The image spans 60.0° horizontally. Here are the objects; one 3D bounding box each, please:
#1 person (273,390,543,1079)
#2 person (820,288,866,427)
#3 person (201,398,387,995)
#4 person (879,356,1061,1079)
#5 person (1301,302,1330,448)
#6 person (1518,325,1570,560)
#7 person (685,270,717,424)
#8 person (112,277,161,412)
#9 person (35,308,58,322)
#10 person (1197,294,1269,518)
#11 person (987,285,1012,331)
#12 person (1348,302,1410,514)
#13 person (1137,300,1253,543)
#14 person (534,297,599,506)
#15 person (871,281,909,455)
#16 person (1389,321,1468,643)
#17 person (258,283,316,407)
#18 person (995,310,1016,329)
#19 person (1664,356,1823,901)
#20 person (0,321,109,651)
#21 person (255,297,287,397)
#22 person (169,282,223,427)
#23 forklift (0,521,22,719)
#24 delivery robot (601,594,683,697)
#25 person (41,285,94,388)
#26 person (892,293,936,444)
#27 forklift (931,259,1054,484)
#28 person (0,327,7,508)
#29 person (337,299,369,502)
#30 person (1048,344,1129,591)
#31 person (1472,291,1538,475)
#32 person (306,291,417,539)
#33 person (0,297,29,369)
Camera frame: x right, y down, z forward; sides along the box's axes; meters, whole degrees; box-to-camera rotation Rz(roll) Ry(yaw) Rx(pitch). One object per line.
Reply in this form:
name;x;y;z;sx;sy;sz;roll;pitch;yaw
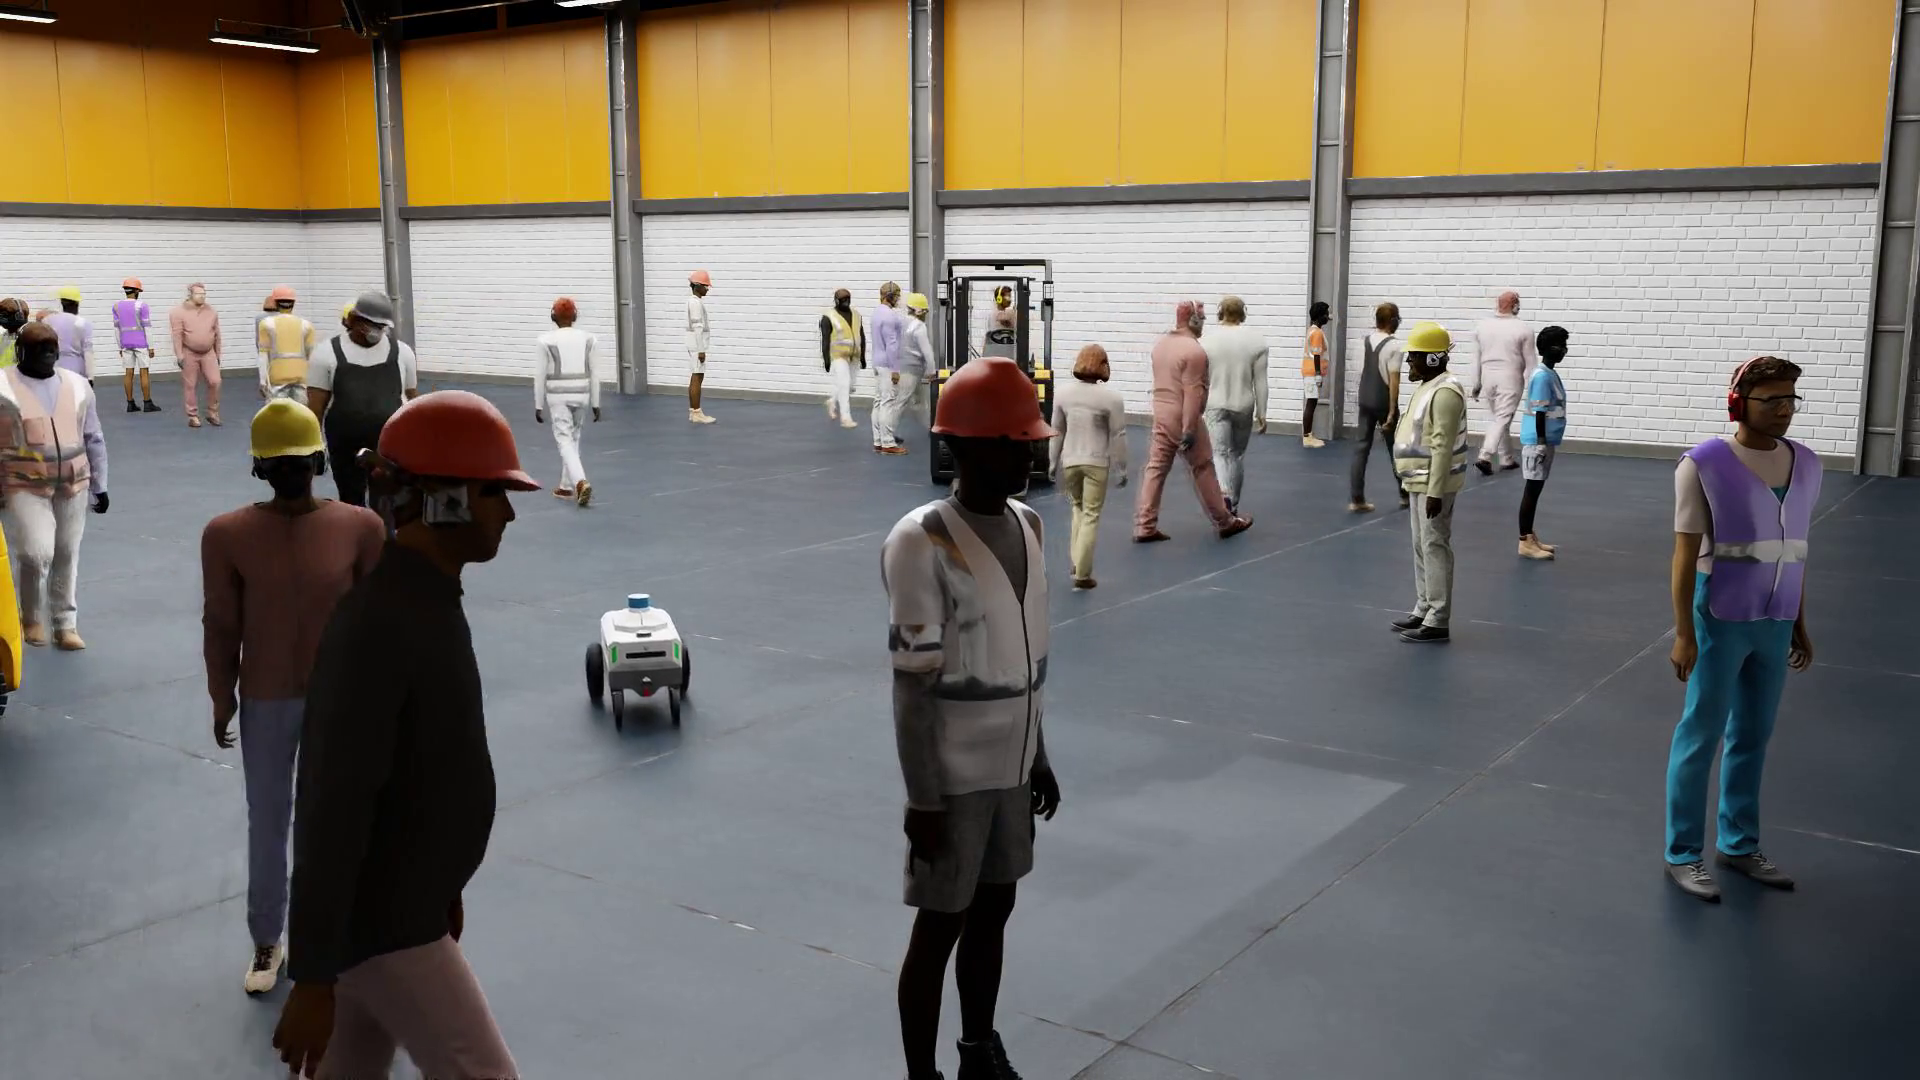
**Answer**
person;-1.125;0.686;3.132;0.986;1.938;0.640;-3;10;-15
person;-1.557;-2.398;21.822;0.622;1.814;0.729;-8;13;-41
person;-1.944;0.460;4.941;0.532;1.767;0.328;-4;10;-25
person;0.057;0.533;3.992;0.363;1.939;0.542;7;12;36
person;4.129;-1.918;19.333;0.320;1.694;0.532;2;10;10
person;4.245;-0.712;12.120;0.320;1.697;0.537;4;10;23
person;-3.461;-2.564;22.136;0.383;2.041;0.605;-3;10;-16
person;-11.788;-2.787;23.798;0.542;1.929;0.368;1;10;5
person;-10.501;-1.850;19.136;0.525;1.619;0.639;0;10;1
person;2.206;-1.056;13.614;0.632;1.902;0.905;1;10;5
person;0.471;-2.281;21.001;0.477;1.857;0.548;4;10;23
person;3.692;-1.141;14.373;0.943;1.795;0.512;-8;12;-40
person;1.794;-0.905;12.814;0.991;1.857;0.643;-5;11;-28
person;-3.470;-1.235;14.794;0.584;1.856;0.892;-7;12;-36
person;-0.803;-1.907;18.562;0.385;1.942;0.633;-3;10;-19
person;2.668;-0.330;9.484;0.403;1.824;0.592;1;10;3
person;-6.923;-1.667;17.120;0.593;1.928;0.459;-7;12;-35
person;0.579;-1.754;18.534;0.411;1.619;0.530;3;10;20
person;2.665;0.292;5.699;0.571;1.844;0.376;-4;10;-20
person;-5.040;-0.285;9.181;0.444;1.828;0.655;7;12;37
person;-10.702;-2.992;25.969;0.523;1.592;0.801;-3;10;-16
person;-9.862;-2.389;21.557;0.661;1.884;0.602;-9;13;-44
forklift;-5.296;-0.090;6.943;1.214;2.155;2.313;7;12;35
delivery robot;-1.539;0.503;8.005;0.477;0.478;0.707;-3;10;-15
person;-9.937;-1.881;18.503;0.610;1.900;0.792;0;10;0
person;-0.521;-2.019;19.668;0.973;1.768;0.587;-5;11;-25
forklift;0.370;-1.738;16.759;1.214;2.155;2.313;1;10;3
person;-8.517;-1.246;14.629;0.897;1.922;0.637;7;12;35
person;-4.093;-0.704;11.482;0.621;1.889;0.930;6;11;31
person;0.872;-0.485;10.984;0.534;1.614;0.526;6;11;30
person;5.527;-1.598;16.919;0.980;1.865;0.657;-8;13;-41
person;-3.998;-0.723;11.168;0.731;2.000;1.011;-4;10;-22
person;-8.190;-1.185;14.514;0.620;1.845;0.430;5;11;28
